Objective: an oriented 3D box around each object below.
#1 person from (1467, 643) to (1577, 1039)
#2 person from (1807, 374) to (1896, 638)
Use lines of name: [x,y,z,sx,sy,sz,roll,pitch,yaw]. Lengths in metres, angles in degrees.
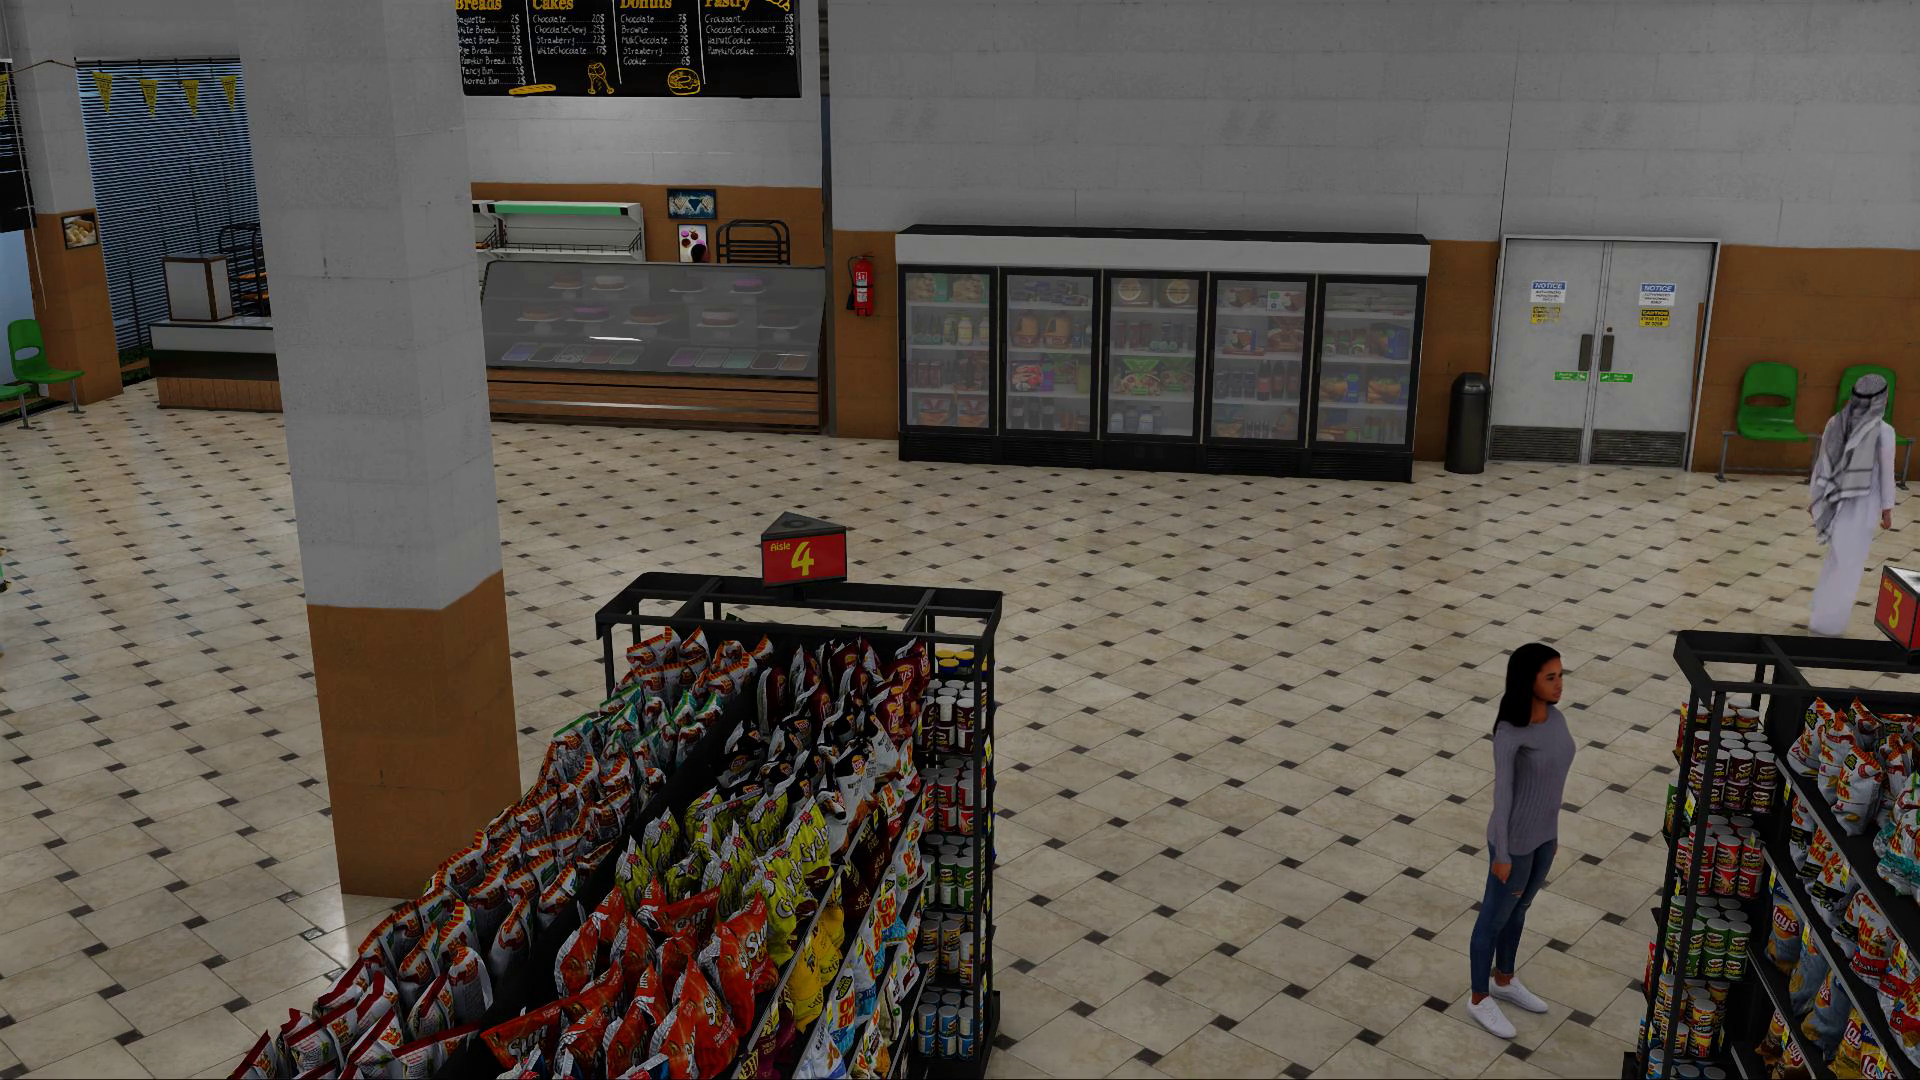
person: [2.414,1.270,7.191,0.662,1.736,0.747,-15,22,-40]
person: [6.233,-0.215,11.775,0.933,1.913,0.884,-7,18,-23]
